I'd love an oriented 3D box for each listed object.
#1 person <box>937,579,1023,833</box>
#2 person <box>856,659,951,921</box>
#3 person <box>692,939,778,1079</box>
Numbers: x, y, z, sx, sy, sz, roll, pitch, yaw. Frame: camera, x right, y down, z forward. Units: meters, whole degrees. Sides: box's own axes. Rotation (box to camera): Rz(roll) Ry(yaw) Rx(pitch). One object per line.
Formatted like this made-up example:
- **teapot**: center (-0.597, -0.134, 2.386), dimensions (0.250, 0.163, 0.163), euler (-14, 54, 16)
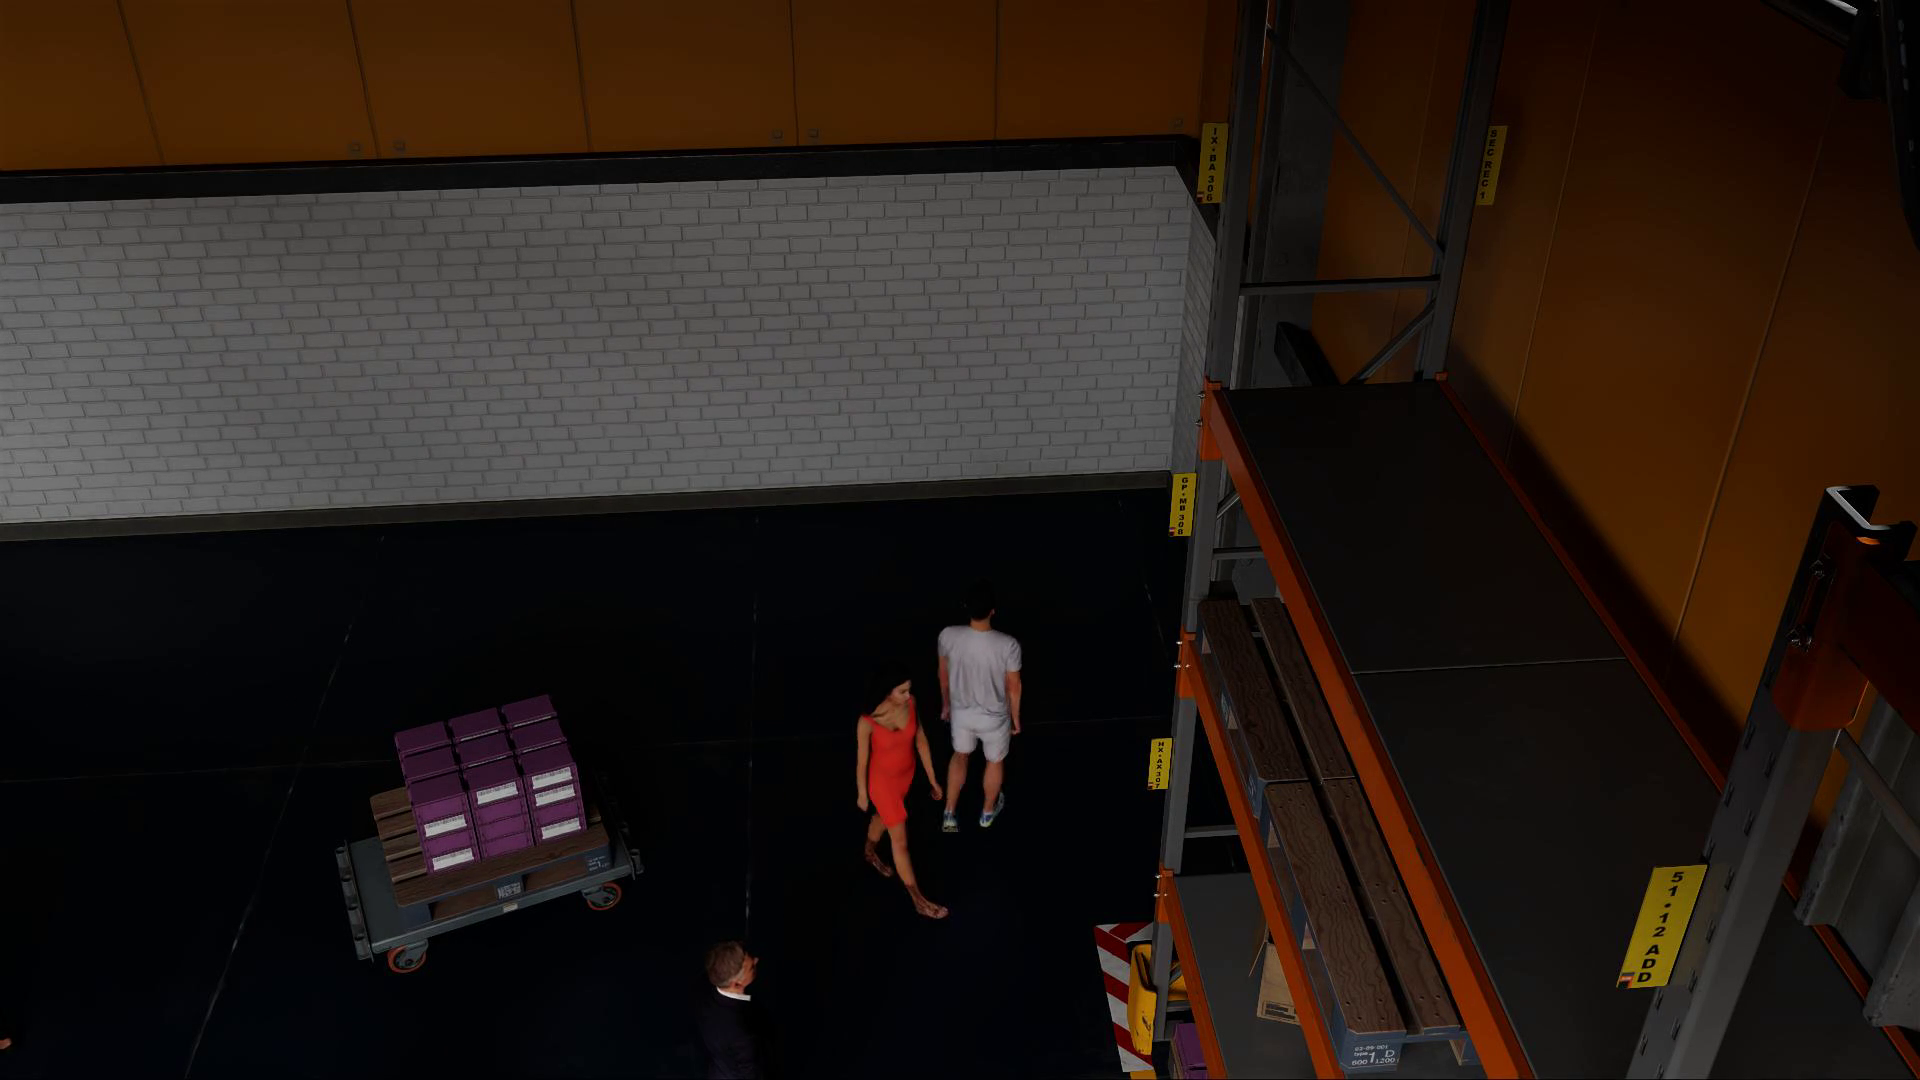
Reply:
- **person**: center (0.090, 1.084, 10.063), dimensions (0.886, 1.841, 1.017), euler (11, 35, 16)
- **person**: center (-0.469, 1.366, 9.780), dimensions (1.075, 1.684, 1.002), euler (27, 42, 34)
- **person**: center (-1.039, 2.560, 7.876), dimensions (0.831, 1.803, 0.696), euler (-20, 38, -27)
